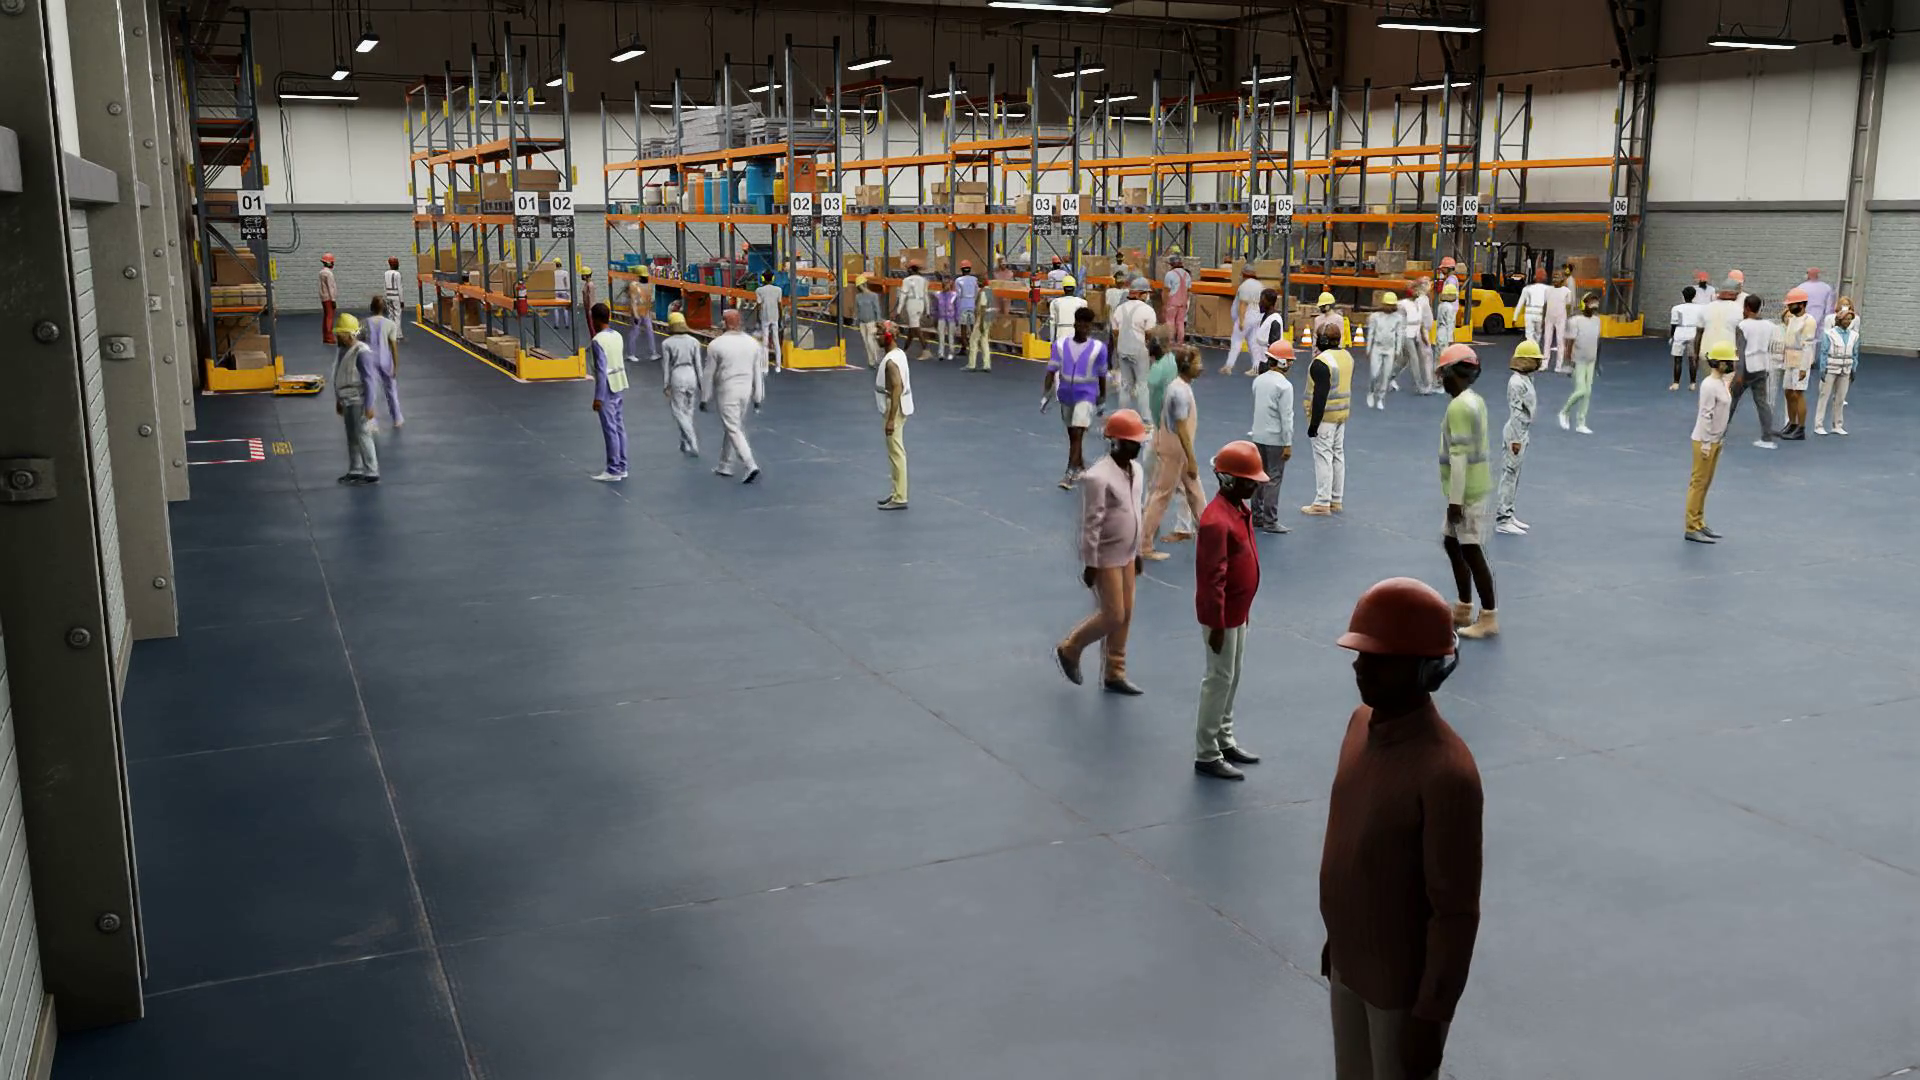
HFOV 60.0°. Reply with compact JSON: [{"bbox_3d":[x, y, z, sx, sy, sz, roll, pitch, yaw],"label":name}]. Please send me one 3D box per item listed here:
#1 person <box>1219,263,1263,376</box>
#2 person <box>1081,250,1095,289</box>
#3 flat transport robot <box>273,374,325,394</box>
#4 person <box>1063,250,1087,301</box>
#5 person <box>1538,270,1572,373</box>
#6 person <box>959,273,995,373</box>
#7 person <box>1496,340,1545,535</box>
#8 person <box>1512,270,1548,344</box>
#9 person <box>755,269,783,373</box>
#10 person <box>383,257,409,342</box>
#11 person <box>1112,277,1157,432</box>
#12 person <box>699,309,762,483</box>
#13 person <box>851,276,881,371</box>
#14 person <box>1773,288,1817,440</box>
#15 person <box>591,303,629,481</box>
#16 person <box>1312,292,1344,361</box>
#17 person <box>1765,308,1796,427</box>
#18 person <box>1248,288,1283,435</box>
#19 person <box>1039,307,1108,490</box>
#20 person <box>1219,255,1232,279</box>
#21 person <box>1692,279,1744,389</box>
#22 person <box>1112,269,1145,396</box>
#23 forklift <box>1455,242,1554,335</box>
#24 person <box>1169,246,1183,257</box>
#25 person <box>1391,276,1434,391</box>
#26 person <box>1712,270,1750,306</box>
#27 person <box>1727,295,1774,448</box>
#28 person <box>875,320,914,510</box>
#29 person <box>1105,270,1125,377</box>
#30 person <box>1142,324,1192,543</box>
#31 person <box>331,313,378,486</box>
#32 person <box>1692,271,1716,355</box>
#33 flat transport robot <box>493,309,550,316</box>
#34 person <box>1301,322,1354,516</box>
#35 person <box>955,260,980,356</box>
[{"bbox_3d":[5.030,-3.931,29.511,0.811,2.000,0.754,9,14,38],"label":"person"},{"bbox_3d":[3.533,-7.279,47.043,0.631,1.841,0.429,-1,11,-7],"label":"person"},{"bbox_3d":[-10.685,-2.530,26.902,0.652,0.197,1.431,-3,12,-16],"label":"flat transport robot"},{"bbox_3d":[2.669,-5.704,38.512,0.605,2.045,0.379,-5,12,-24],"label":"person"},{"bbox_3d":[10.786,-3.953,30.117,0.507,1.846,0.351,9,14,38],"label":"person"},{"bbox_3d":[0.322,-3.935,30.140,0.617,1.803,0.677,4,12,19],"label":"person"},{"bbox_3d":[5.068,-0.930,15.021,0.323,1.741,0.492,5,12,25],"label":"person"},{"bbox_3d":[10.640,-4.092,30.885,0.696,1.826,1.009,3,12,15],"label":"person"},{"bbox_3d":[-3.450,-3.955,30.079,0.509,1.868,0.328,-5,12,-23],"label":"person"},{"bbox_3d":[-12.670,-5.387,37.307,0.587,1.882,0.341,8,14,37],"label":"person"},{"bbox_3d":[2.371,-2.461,22.037,0.536,2.000,0.678,-10,15,-42],"label":"person"},{"bbox_3d":[-2.436,-1.560,17.940,0.645,1.862,1.009,-11,15,-43],"label":"person"},{"bbox_3d":[-1.728,-3.968,30.515,0.549,1.727,0.525,7,13,33],"label":"person"},{"bbox_3d":[10.652,-2.241,21.229,0.391,1.923,0.548,0,11,0],"label":"person"},{"bbox_3d":[-3.788,-1.593,17.944,0.395,1.917,0.590,2,11,10],"label":"person"},{"bbox_3d":[5.227,-2.647,23.718,0.342,1.756,0.534,-8,14,-35],"label":"person"},{"bbox_3d":[11.060,-2.309,22.320,0.519,1.633,0.314,6,13,29],"label":"person"},{"bbox_3d":[3.956,-2.254,21.298,0.392,1.920,0.587,-1,11,-3],"label":"person"},{"bbox_3d":[1.227,-1.509,17.576,0.633,1.902,1.062,5,12,23],"label":"person"},{"bbox_3d":[8.054,-7.766,50.082,0.510,1.615,0.508,-3,11,-13],"label":"person"},{"bbox_3d":[10.370,-2.551,22.494,1.010,2.000,0.707,-9,15,-40],"label":"person"},{"bbox_3d":[2.728,-3.260,26.098,0.538,2.000,0.693,0,11,2],"label":"person"},{"bbox_3d":[13.047,-6.049,39.881,2.313,2.155,1.214,-5,12,-23],"label":"forklift"},{"bbox_3d":[7.030,-8.707,54.362,0.600,1.810,0.631,-4,12,-18],"label":"person"},{"bbox_3d":[7.385,-3.338,26.945,0.932,1.876,0.649,1,11,5],"label":"person"},{"bbox_3d":[12.021,-3.208,25.958,0.623,1.990,0.398,1,11,5],"label":"person"},{"bbox_3d":[9.776,-2.103,20.674,0.627,1.860,1.027,-5,12,-22],"label":"person"},{"bbox_3d":[-0.636,-1.212,16.187,0.384,1.845,0.565,0,11,1],"label":"person"},{"bbox_3d":[2.801,-3.821,29.385,0.534,1.869,0.315,-6,13,-27],"label":"person"},{"bbox_3d":[1.763,-0.932,14.666,0.614,1.900,0.672,-2,11,-9],"label":"person"},{"bbox_3d":[-6.425,-1.491,17.640,0.405,1.832,0.599,-11,15,-44],"label":"person"},{"bbox_3d":[15.087,-4.637,33.924,0.564,1.718,0.806,-1,11,-6],"label":"person"},{"bbox_3d":[-12.236,-6.367,46.399,1.431,0.197,0.652,0,11,1],"label":"flat transport robot"},{"bbox_3d":[3.502,-1.159,15.931,0.429,1.841,0.634,9,14,38],"label":"person"},{"bbox_3d":[0.132,-4.690,33.660,0.546,1.926,0.388,-4,12,-21],"label":"person"}]
